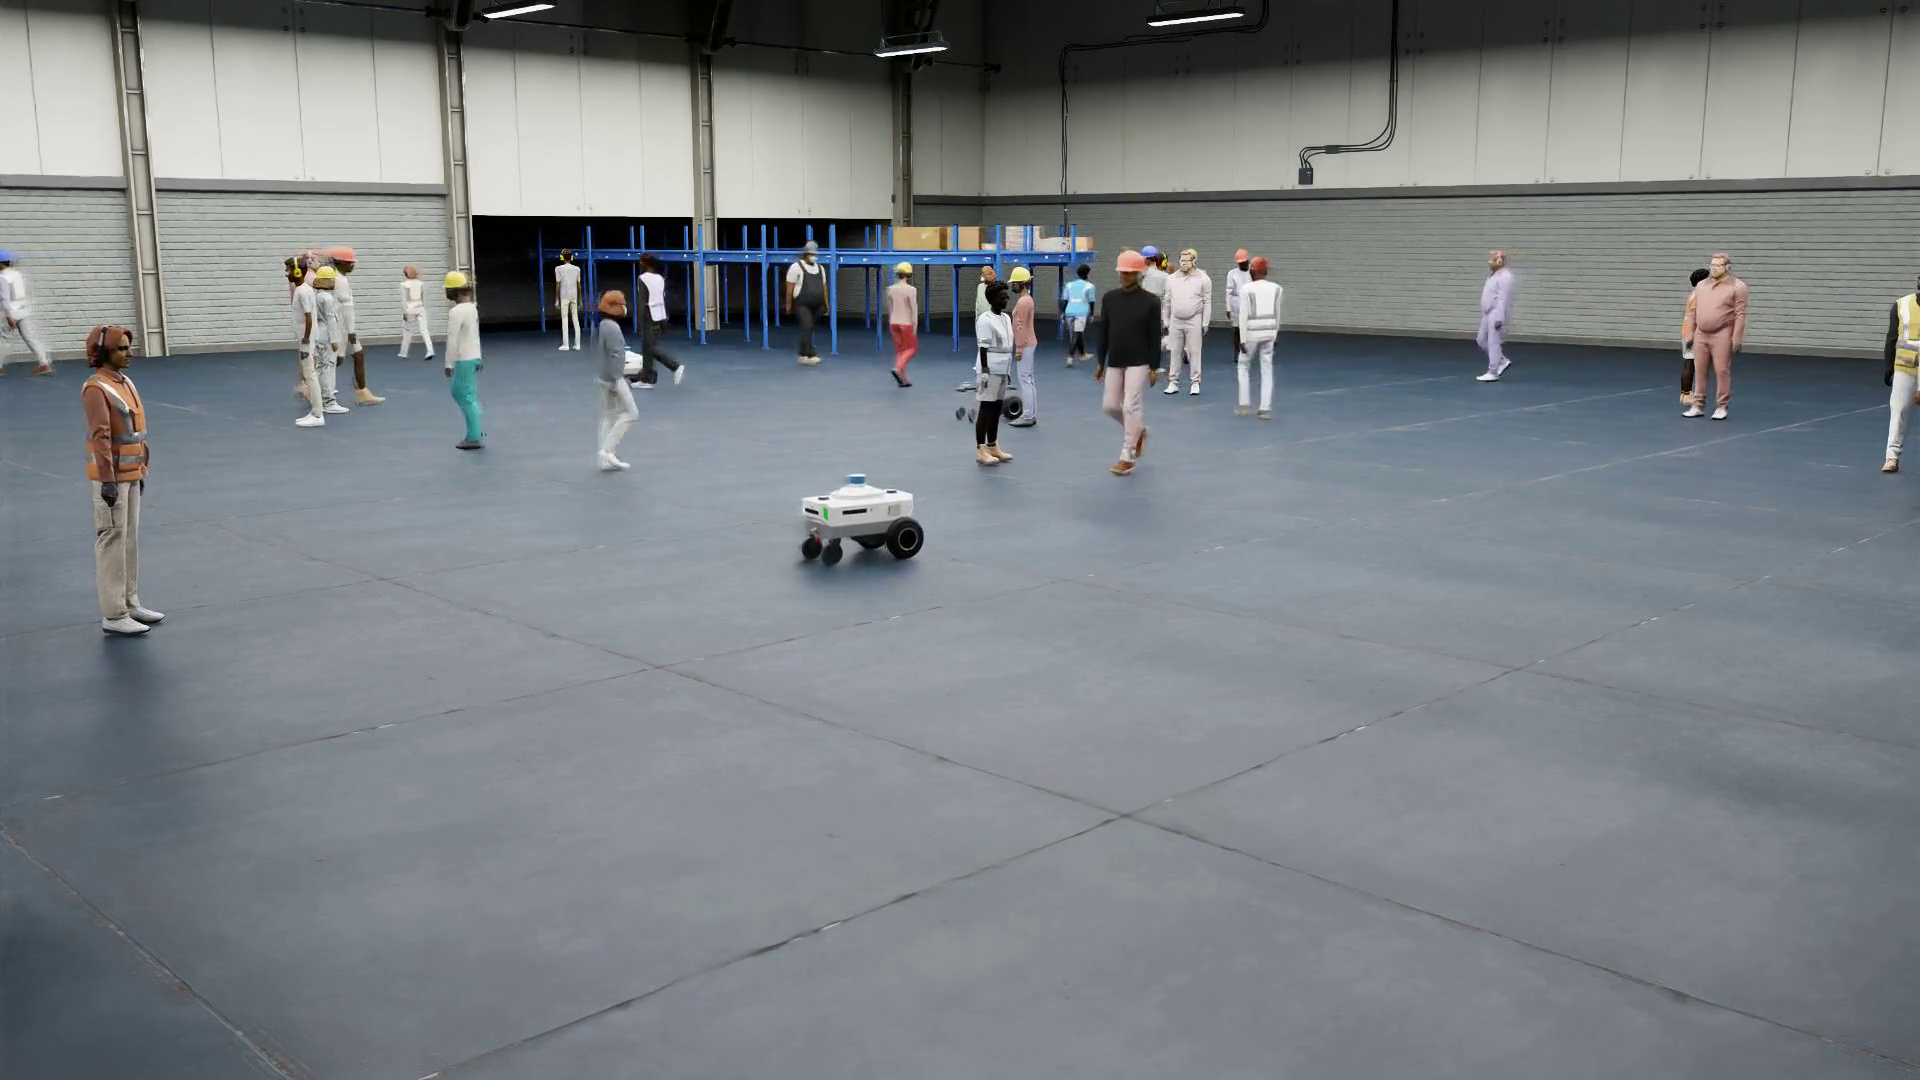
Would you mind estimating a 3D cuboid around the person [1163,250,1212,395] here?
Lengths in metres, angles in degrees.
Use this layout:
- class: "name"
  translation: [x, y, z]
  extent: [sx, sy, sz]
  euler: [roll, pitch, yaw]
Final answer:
- class: "person"
  translation: [3.011, -2.897, 22.188]
  extent: [0.654, 1.906, 0.408]
  euler: [4, 11, 23]

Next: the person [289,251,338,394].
- class: "person"
  translation: [-8.623, -2.895, 22.191]
  extent: [0.652, 1.902, 0.402]
  euler: [8, 13, 38]

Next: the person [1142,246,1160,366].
- class: "person"
  translation: [3.012, -3.640, 26.141]
  extent: [0.403, 1.943, 0.606]
  euler: [1, 10, 8]

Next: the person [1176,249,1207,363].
- class: "person"
  translation: [3.793, -3.890, 27.652]
  extent: [0.577, 1.894, 0.832]
  euler: [4, 11, 22]

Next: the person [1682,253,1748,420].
- class: "person"
  translation: [8.725, -2.360, 19.268]
  extent: [0.404, 1.907, 0.647]
  euler: [-7, 13, -35]

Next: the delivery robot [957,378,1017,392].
- class: "delivery robot"
  translation: [0.313, -1.846, 19.299]
  extent: [0.698, 0.223, 0.335]
  euler: [-5, 12, -26]

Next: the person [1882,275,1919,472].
- class: "person"
  translation: [8.591, -1.517, 14.843]
  extent: [0.626, 1.844, 0.429]
  euler: [5, 12, 27]

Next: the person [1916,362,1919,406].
- class: "person"
  translation: [8.115, -1.249, 13.443]
  extent: [0.628, 1.813, 0.543]
  euler: [8, 13, 37]

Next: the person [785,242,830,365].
- class: "person"
  translation: [-2.425, -3.873, 27.265]
  extent: [0.871, 2.000, 0.705]
  euler: [10, 14, 43]

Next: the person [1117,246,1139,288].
- class: "person"
  translation: [2.850, -3.996, 28.116]
  extent: [0.420, 1.930, 0.675]
  euler: [1, 10, 6]

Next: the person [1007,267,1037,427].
- class: "person"
  translation: [0.690, -2.150, 18.532]
  extent: [0.335, 1.757, 0.517]
  euler: [1, 10, 7]

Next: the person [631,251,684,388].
- class: "person"
  translation: [-4.227, -3.048, 23.046]
  extent: [0.768, 1.899, 0.599]
  euler: [2, 11, 13]

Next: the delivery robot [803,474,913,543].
- class: "delivery robot"
  translation: [-0.674, -0.192, 10.988]
  extent: [0.707, 0.478, 0.477]
  euler: [-7, 13, -33]

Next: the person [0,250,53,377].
- class: "person"
  translation: [-14.241, -3.410, 25.040]
  extent: [0.992, 1.903, 0.612]
  euler: [1, 10, 3]

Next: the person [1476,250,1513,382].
- class: "person"
  translation: [7.777, -3.256, 24.173]
  extent: [0.453, 1.892, 0.670]
  euler: [0, 10, 0]

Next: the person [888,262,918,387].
- class: "person"
  translation: [-0.816, -3.006, 23.231]
  extent: [0.528, 1.748, 0.465]
  euler: [8, 13, 38]

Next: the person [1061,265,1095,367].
- class: "person"
  translation: [1.935, -3.656, 27.070]
  extent: [0.534, 1.625, 0.904]
  euler: [7, 12, 33]

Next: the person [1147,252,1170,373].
- class: "person"
  translation: [3.075, -3.493, 25.590]
  extent: [0.395, 1.847, 0.544]
  euler: [-7, 12, -32]

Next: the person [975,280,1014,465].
- class: "person"
  translation: [0.324, -1.563, 15.488]
  extent: [0.320, 1.695, 0.537]
  euler: [6, 12, 28]

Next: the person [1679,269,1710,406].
- class: "person"
  translation: [9.190, -2.532, 20.775]
  extent: [0.318, 1.697, 0.535]
  euler: [3, 11, 16]

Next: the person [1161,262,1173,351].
- class: "person"
  translation: [3.796, -4.304, 30.654]
  extent: [0.550, 1.606, 0.754]
  euler: [-1, 10, -5]

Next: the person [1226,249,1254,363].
- class: "person"
  translation: [4.672, -3.842, 27.404]
  extent: [0.578, 1.871, 1.011]
  euler: [1, 10, 5]

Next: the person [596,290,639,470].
- class: "person"
  translation: [-3.109, -1.438, 15.024]
  extent: [0.357, 1.620, 0.501]
  euler: [-5, 11, -25]

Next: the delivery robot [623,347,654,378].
- class: "delivery robot"
  translation: [-4.716, -2.493, 23.539]
  extent: [0.707, 0.478, 0.477]
  euler: [-6, 12, -30]

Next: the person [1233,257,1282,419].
- class: "person"
  translation: [3.465, -2.363, 19.419]
  extent: [0.588, 1.861, 0.683]
  euler: [-3, 11, -16]

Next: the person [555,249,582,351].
- class: "person"
  translation: [-7.248, -4.446, 30.770]
  extent: [0.514, 1.865, 0.313]
  euler: [-8, 13, -38]

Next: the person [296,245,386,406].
- class: "person"
  translation: [-7.729, -2.642, 20.574]
  extent: [1.002, 1.998, 0.593]
  euler: [-4, 11, -22]

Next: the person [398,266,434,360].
- class: "person"
  translation: [-9.314, -3.879, 28.420]
  extent: [0.905, 1.592, 0.526]
  euler: [8, 13, 37]

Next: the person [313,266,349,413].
- class: "person"
  translation: [-7.586, -2.409, 19.979]
  extent: [0.325, 1.740, 0.492]
  euler: [-9, 14, -40]

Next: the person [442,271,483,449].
- class: "person"
  translation: [-4.946, -1.777, 16.483]
  extent: [0.409, 1.749, 0.554]
  euler: [1, 10, 5]

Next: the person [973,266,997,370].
- class: "person"
  translation: [0.432, -3.470, 26.057]
  extent: [0.278, 1.633, 0.498]
  euler: [-10, 14, -44]

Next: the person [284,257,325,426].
- class: "person"
  translation: [-7.315, -2.210, 18.562]
  extent: [0.309, 1.864, 0.534]
  euler: [-4, 11, -20]

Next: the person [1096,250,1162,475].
- class: "person"
  translation: [1.542, -1.603, 14.936]
  extent: [0.629, 1.979, 0.663]
  euler: [8, 13, 37]

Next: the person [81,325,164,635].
- class: "person"
  translation: [-4.505, -0.327, 8.907]
  extent: [0.308, 1.639, 0.523]
  euler: [-2, 11, -11]
